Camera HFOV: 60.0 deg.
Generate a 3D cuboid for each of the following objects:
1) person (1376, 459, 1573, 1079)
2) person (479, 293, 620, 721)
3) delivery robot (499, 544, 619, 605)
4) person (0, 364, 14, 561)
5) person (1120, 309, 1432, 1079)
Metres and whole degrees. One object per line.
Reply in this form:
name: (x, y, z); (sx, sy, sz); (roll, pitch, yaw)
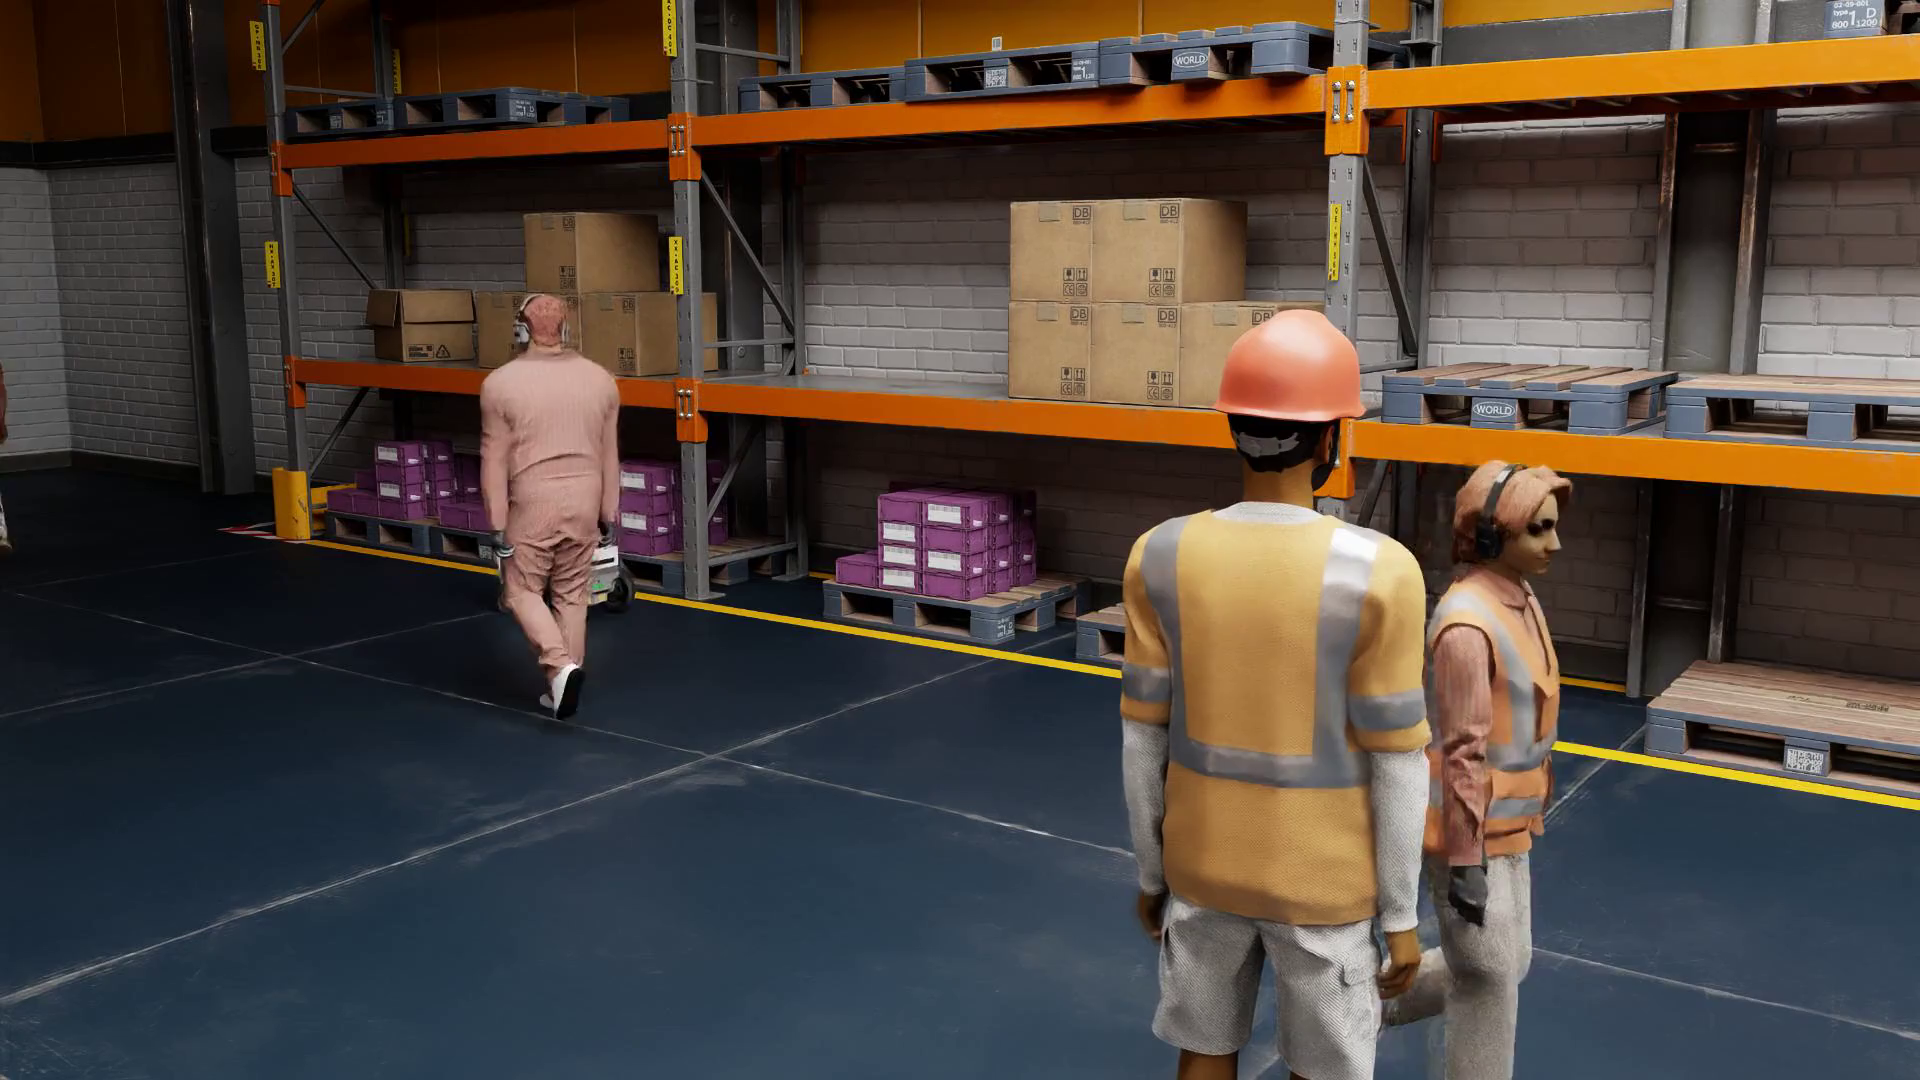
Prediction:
person: (1.052, 0.621, 3.613); (0.524, 1.622, 0.516); (5, 11, 30)
person: (-1.752, -0.122, 7.242); (0.641, 1.891, 0.593); (-7, 12, -37)
delivery robot: (-2.287, 0.121, 9.457); (0.707, 0.478, 0.477); (6, 11, 32)
person: (-6.744, -0.816, 11.182); (0.657, 1.938, 1.005); (-8, 12, -39)
person: (0.550, 0.575, 2.917); (0.542, 1.939, 0.366); (6, 11, 31)
